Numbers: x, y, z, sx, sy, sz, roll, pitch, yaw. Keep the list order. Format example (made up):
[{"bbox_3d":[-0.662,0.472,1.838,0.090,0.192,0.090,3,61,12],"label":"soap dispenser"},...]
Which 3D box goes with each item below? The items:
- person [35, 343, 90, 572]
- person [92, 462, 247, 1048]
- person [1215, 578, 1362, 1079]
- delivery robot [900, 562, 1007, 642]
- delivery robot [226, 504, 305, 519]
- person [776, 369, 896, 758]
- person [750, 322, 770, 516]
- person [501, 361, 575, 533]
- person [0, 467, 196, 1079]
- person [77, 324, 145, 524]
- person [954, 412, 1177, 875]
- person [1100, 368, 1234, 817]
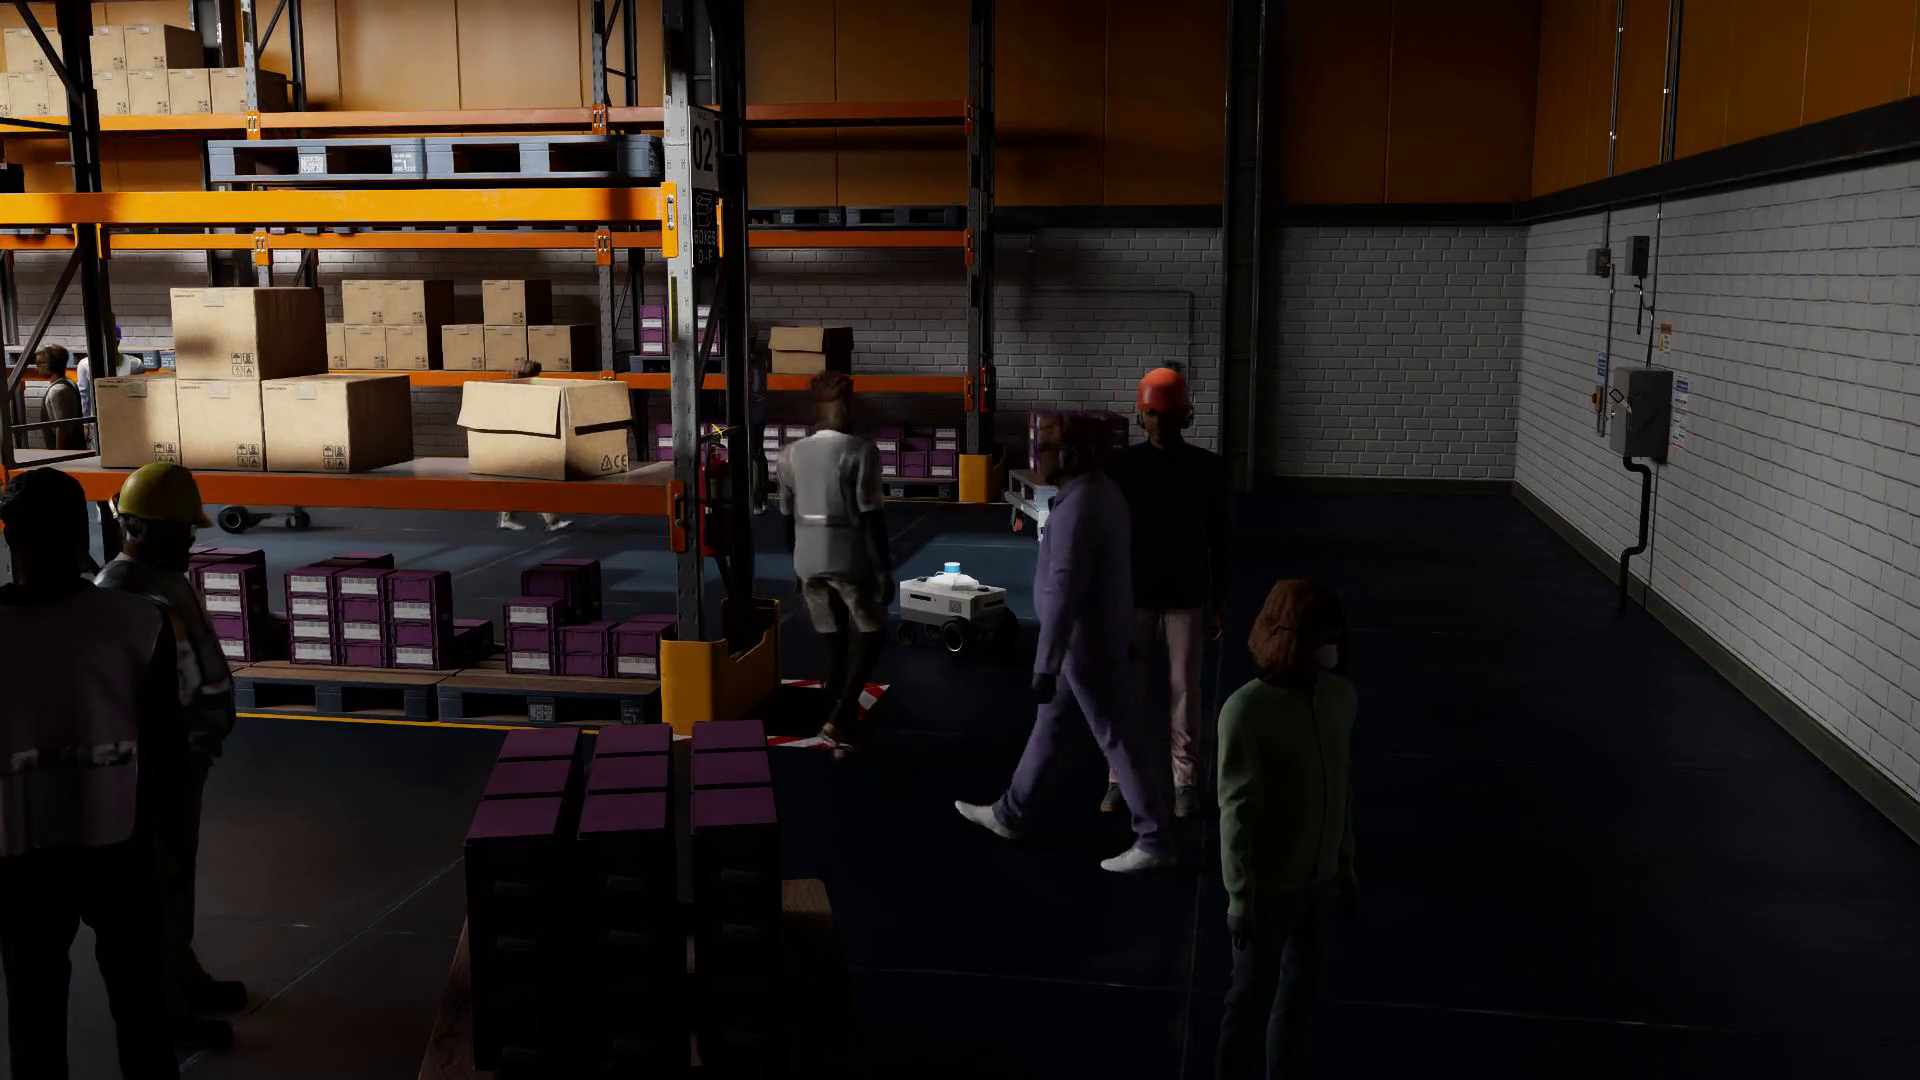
[{"bbox_3d":[-7.200,-0.654,13.346,0.345,1.846,0.508,-3,10,-20],"label":"person"},{"bbox_3d":[-2.489,0.665,5.238,0.403,1.822,0.587,-2,9,-12],"label":"person"},{"bbox_3d":[0.863,0.903,4.344,0.499,1.633,0.286,-8,12,-40],"label":"person"},{"bbox_3d":[-0.050,0.386,10.593,0.707,0.478,0.477,8,12,41],"label":"delivery robot"},{"bbox_3d":[-6.469,-0.403,15.492,0.707,0.478,0.477,-1,9,-6],"label":"delivery robot"},{"bbox_3d":[-0.597,0.125,8.245,0.682,1.931,0.501,5,10,29],"label":"person"},{"bbox_3d":[-2.085,-1.199,16.471,0.370,1.929,0.585,2,9,9],"label":"person"},{"bbox_3d":[-3.926,-0.849,15.341,0.862,1.591,0.524,2,9,12],"label":"person"},{"bbox_3d":[-2.284,0.772,4.273,0.589,1.920,0.392,-3,10,-19],"label":"person"},{"bbox_3d":[-8.117,-1.129,15.985,0.613,1.942,0.405,-6,11,-35],"label":"person"},{"bbox_3d":[0.435,0.414,6.703,1.002,1.850,0.661,2,9,13],"label":"person"},{"bbox_3d":[0.889,0.239,7.341,0.614,1.993,0.395,2,9,12],"label":"person"}]
